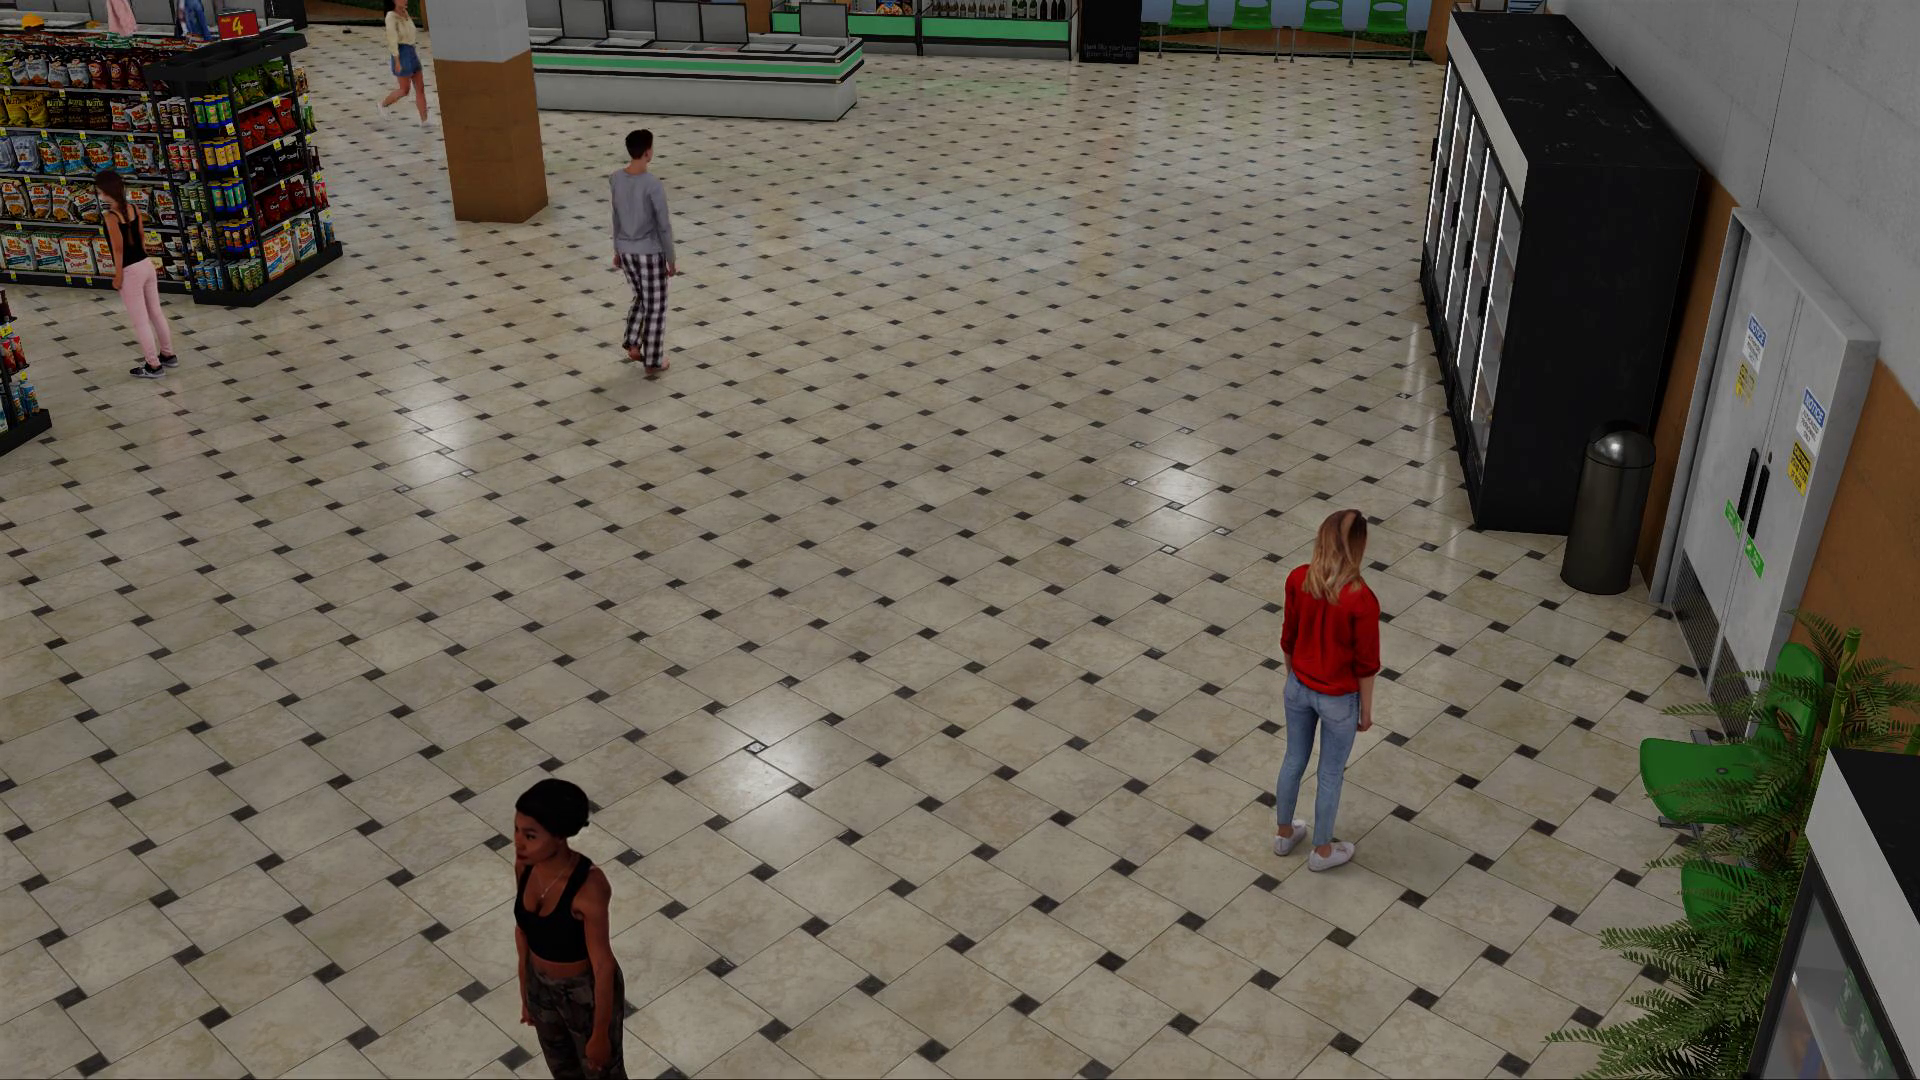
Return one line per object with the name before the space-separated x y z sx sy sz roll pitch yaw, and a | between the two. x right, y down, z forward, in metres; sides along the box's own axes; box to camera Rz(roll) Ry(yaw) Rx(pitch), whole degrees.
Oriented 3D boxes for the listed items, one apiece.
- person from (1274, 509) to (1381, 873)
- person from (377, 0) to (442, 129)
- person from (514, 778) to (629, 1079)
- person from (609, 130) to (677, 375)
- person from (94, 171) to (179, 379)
person | 1.546 0.647 7.077 0.636 1.705 0.747 23 35 38
person | -6.607 -5.671 19.635 0.950 1.614 0.656 5 27 10
person | -1.252 1.491 5.417 0.605 1.701 0.714 18 32 31
person | -2.404 -2.095 12.337 0.717 1.837 0.806 12 29 23
person | -6.167 -1.995 12.442 0.518 1.563 0.543 6 27 11
